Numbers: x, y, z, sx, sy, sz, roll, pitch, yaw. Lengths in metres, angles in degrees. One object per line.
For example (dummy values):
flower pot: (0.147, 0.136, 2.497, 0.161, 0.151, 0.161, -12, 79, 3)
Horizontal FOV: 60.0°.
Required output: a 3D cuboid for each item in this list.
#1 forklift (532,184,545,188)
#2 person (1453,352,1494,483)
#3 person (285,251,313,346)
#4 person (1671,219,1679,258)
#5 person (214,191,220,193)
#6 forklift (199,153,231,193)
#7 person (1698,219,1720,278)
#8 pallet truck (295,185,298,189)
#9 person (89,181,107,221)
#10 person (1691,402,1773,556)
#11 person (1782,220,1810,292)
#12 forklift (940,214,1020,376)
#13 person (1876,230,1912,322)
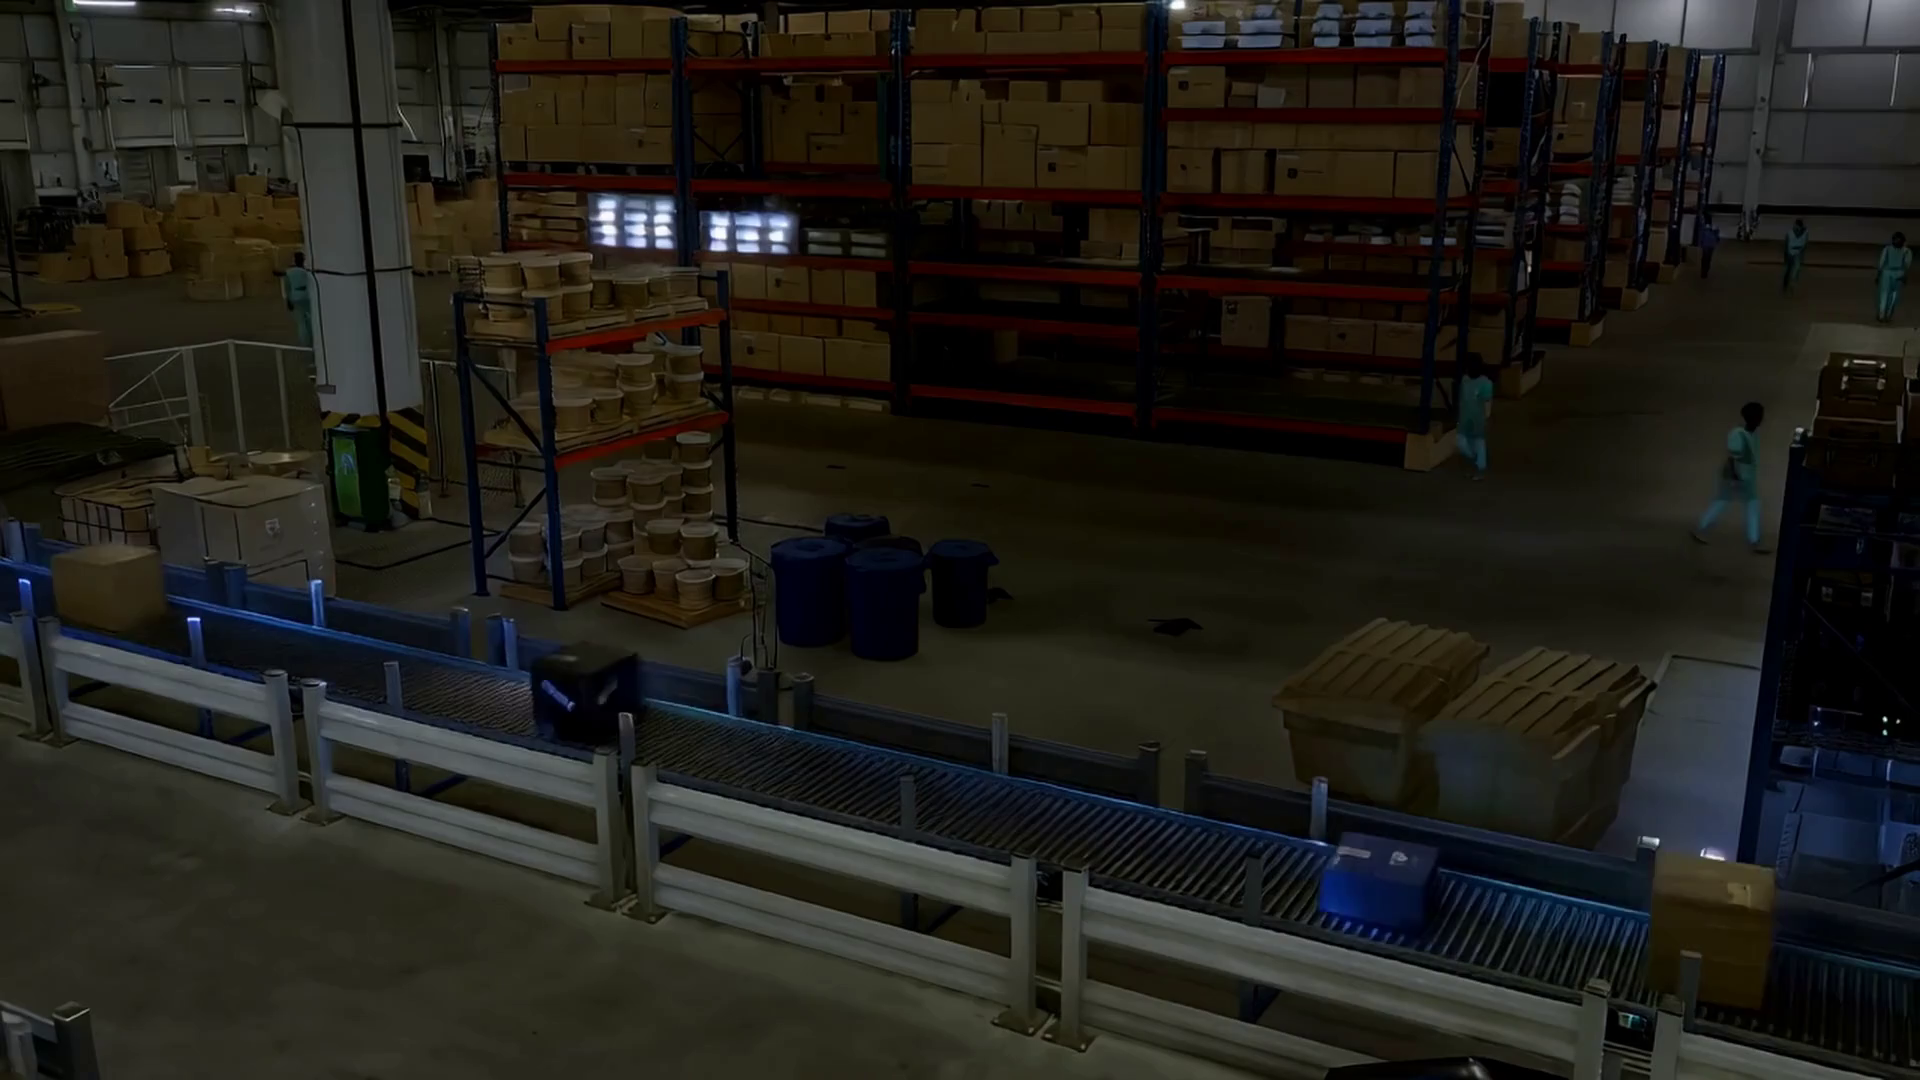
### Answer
forklift: (-16.254, -13.594, 64.203, 1.873, 2.768, 1.129, 1, 15, 2)
person: (6.593, -1.565, 21.265, 0.404, 1.671, 0.624, -9, 17, -29)
person: (-12.961, -4.753, 32.846, 0.595, 1.902, 0.618, -8, 17, -27)
person: (19.804, -8.423, 46.606, 0.390, 1.920, 0.587, -14, 20, -42)
person: (-24.006, -10.371, 53.990, 0.635, 1.884, 1.014, 3, 15, 12)
forklift: (-27.440, -12.865, 61.464, 1.873, 2.768, 1.129, 8, 17, 28)
person: (20.593, -8.023, 45.715, 0.520, 1.589, 0.843, 3, 15, 13)
pallet truck: (-26.804, -14.617, 69.738, 1.885, 1.965, 0.823, -14, 20, -42)
person: (-34.502, -13.518, 66.332, 0.513, 1.614, 0.742, 5, 16, 17)
person: (8.442, -0.698, 18.070, 0.539, 1.656, 0.877, -8, 17, -26)
person: (21.270, -7.247, 42.378, 0.569, 1.826, 0.718, 5, 16, 18)
forklift: (0.034, -4.290, 29.226, 1.873, 2.768, 1.129, 8, 17, 28)
person: (20.449, -5.766, 36.462, 0.638, 1.996, 1.006, 10, 18, 33)
